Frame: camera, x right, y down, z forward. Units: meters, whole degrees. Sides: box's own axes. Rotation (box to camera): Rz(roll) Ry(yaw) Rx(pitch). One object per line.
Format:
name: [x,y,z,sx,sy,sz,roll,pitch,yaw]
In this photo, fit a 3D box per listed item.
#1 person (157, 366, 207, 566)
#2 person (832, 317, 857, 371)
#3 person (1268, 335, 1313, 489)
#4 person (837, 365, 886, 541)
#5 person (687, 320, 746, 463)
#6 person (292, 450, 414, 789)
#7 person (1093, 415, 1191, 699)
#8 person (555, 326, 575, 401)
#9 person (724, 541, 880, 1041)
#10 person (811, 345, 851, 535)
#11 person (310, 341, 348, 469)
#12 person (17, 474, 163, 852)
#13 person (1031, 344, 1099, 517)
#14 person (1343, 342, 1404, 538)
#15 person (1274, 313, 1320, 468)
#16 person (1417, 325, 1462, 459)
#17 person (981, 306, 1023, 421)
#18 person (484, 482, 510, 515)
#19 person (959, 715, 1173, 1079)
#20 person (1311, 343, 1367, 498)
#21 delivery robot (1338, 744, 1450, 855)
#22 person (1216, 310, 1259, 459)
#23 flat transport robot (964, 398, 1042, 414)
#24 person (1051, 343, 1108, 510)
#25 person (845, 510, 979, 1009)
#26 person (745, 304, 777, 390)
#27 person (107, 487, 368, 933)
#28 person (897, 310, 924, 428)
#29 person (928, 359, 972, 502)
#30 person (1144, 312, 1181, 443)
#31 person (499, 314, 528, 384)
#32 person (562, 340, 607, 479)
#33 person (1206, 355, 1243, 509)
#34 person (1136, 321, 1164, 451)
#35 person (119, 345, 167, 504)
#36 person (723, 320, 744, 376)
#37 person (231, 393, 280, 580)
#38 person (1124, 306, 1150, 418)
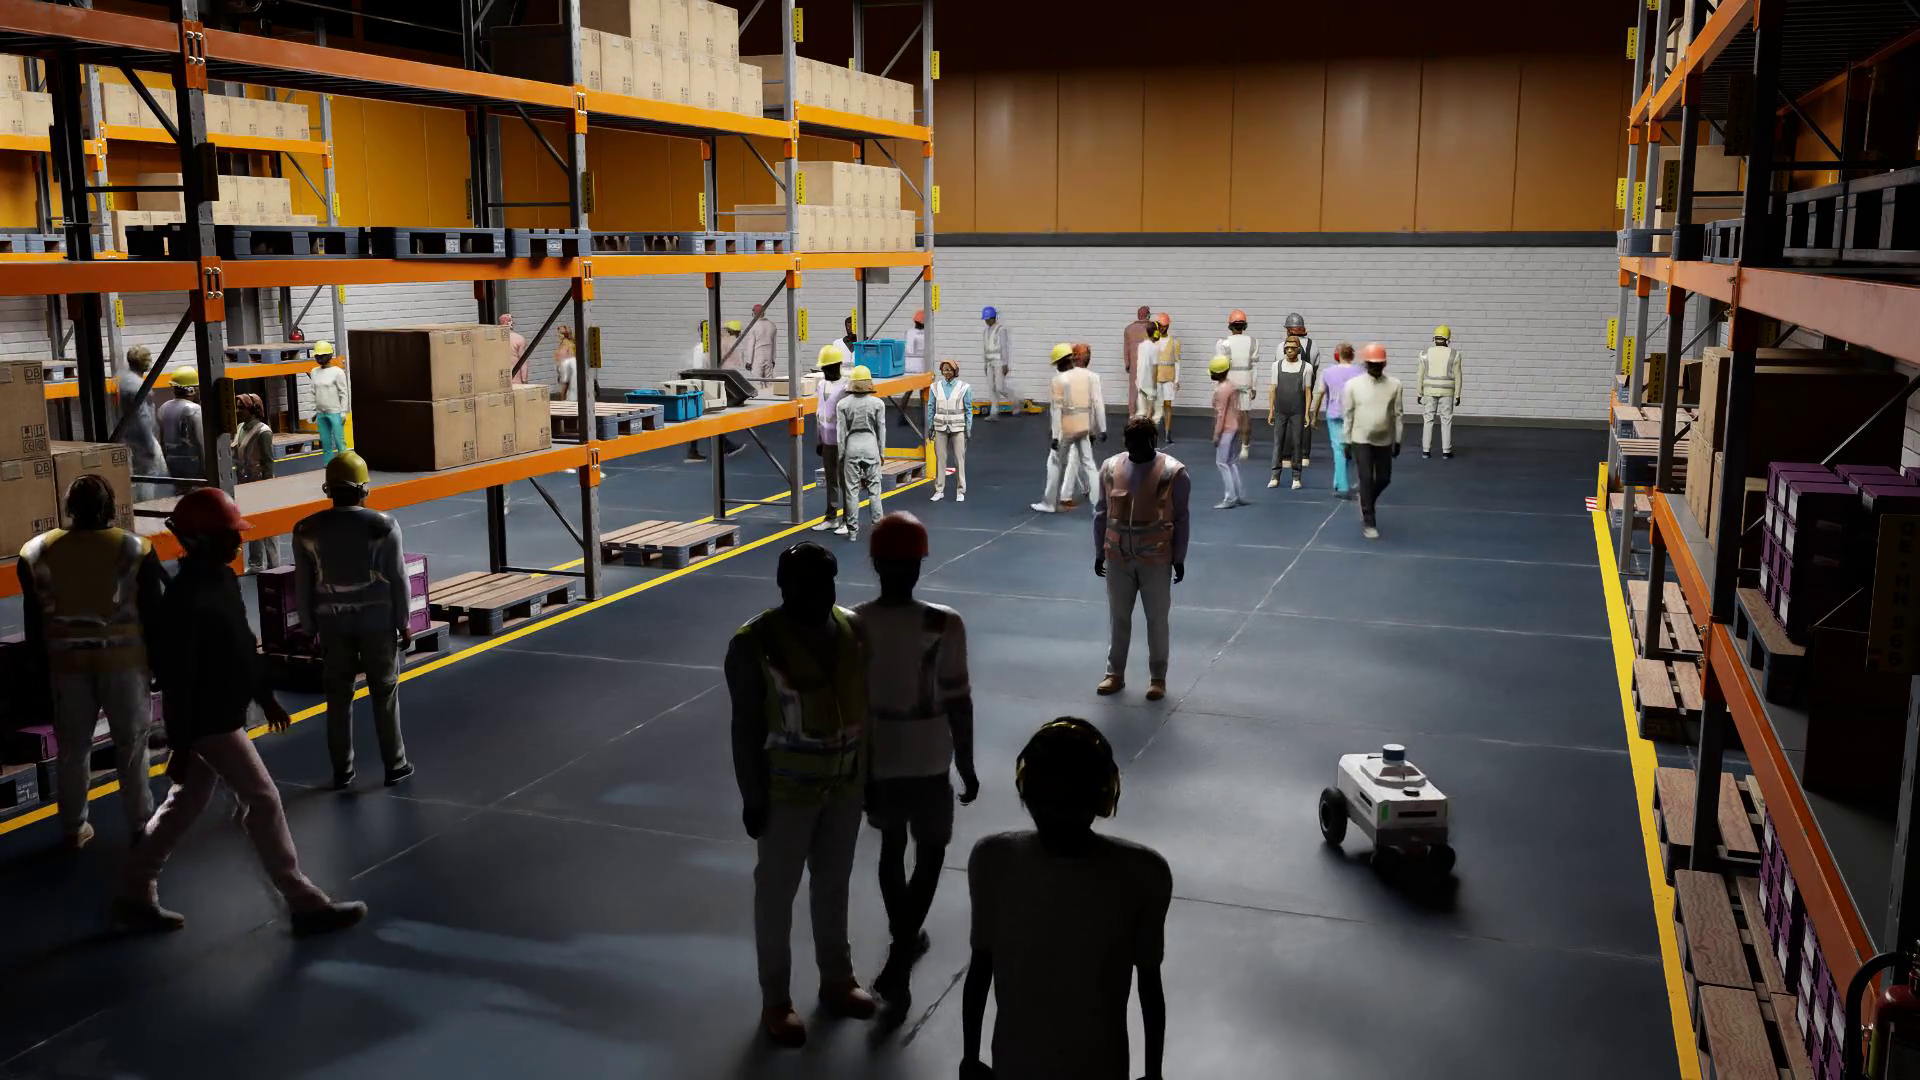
person: [-6.981,-0.661,15.126,0.602,1.830,0.404,6,12,29]
person: [-1.527,-2.195,23.524,0.593,1.920,0.391,-1,10,-3]
person: [3.962,-1.531,19.988,0.506,1.847,0.343,3,11,18]
person: [-0.975,-0.859,16.508,0.485,1.739,0.313,0,10,0]
person: [-3.329,-2.025,22.564,1.008,1.911,0.613,-7,12,-34]
person: [-3.249,0.432,8.967,0.587,1.835,0.403,-1,10,-8]
person: [1.158,0.108,10.773,0.635,1.842,0.429,4,11,23]
person: [-6.314,-2.617,26.684,0.308,1.641,0.514,-8,13,-37]
person: [-0.555,0.916,6.219,0.626,1.846,0.429,-8,13,-39]
person: [-1.263,-1.012,16.870,0.392,1.916,0.588,-9,14,-43]
person: [-7.728,-1.551,20.335,0.533,1.765,0.330,4,11,22]
person: [-4.168,0.596,8.070,0.632,1.837,0.430,-2,10,-13]
person: [1.174,-1.172,17.958,0.689,1.843,0.914,-8,13,-39]
person: [4.167,-1.034,16.855,0.608,1.970,0.757,0,10,-1]
person: [4.383,-1.985,21.996,0.684,2.000,0.535,-6,12,-30]
person: [6.572,-2.024,22.806,0.601,1.830,0.403,5,11,25]
person: [0.646,-2.925,27.652,0.647,1.914,0.639,-6,12,-32]
person: [-5.044,-1.062,17.988,0.537,1.614,0.336,0,10,-2]
person: [0.240,1.314,3.919,0.521,1.865,0.327,2,10,9]
person: [4.459,-1.403,19.470,0.595,1.780,1.003,0,10,0]
delivery robot: [2.051,1.215,7.898,0.477,0.478,0.707,-1,10,-4]
person: [3.767,-2.115,22.740,0.613,2.039,0.399,-2,10,-10]
flat transport robot: [0.648,-2.335,28.952,1.431,0.197,0.652,-3,10,-14]
person: [1.382,-1.282,18.615,0.614,1.831,0.984,9,13,40]
person: [-0.225,0.840,6.454,0.571,1.915,0.789,3,11,17]
person: [-3.467,-3.122,28.786,0.401,1.904,0.651,9,13,41]
person: [-3.144,0.734,6.992,1.062,1.947,0.611,-2,10,-13]
person: [-0.697,-2.751,26.746,0.390,1.884,0.596,-7,12,-35]
person: [-0.115,-1.249,18.981,0.523,1.639,0.308,3,10,14]
person: [2.974,-2.384,24.537,0.552,1.935,0.374,1,10,5]
person: [-6.739,-2.417,24.828,0.643,1.902,0.399,1,10,8]
person: [-4.812,-1.705,21.091,0.980,1.817,0.534,8,13,38]
person: [2.956,-1.205,18.503,0.434,1.720,0.671,3,10,16]
person: [2.678,-2.171,23.601,0.466,1.846,0.563,-7,12,-33]
person: [-8.297,-1.023,16.910,0.450,1.920,0.647,-6,12,-30]
person: [-3.645,-2.605,26.336,0.642,1.750,0.529,-8,13,-40]
person: [-6.183,-0.470,14.598,0.511,1.640,0.308,7,12,36]
person: [3.061,-2.952,27.824,0.644,1.907,0.400,6,12,31]
